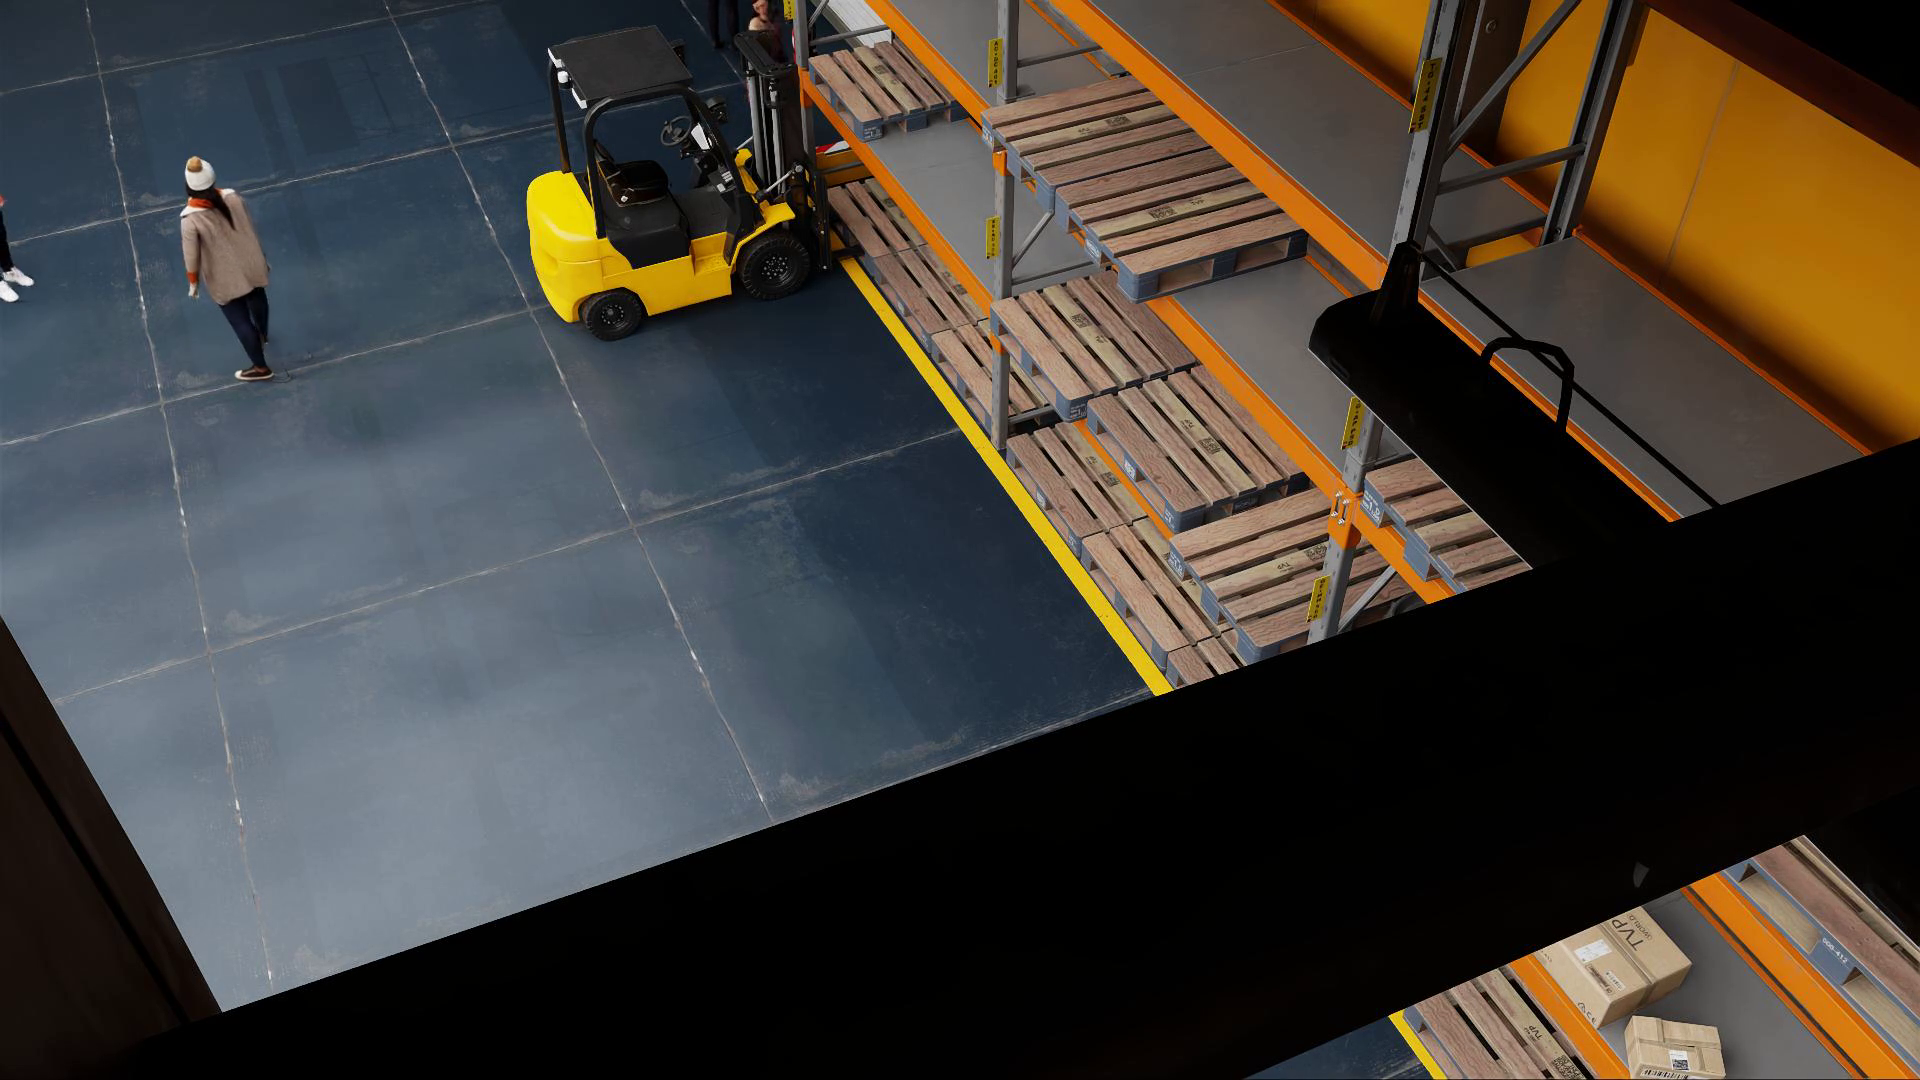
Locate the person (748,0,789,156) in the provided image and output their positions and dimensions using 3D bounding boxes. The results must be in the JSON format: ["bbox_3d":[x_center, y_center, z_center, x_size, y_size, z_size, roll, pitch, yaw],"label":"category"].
[{"bbox_3d":[-1.750,-4.357,15.486,0.861,1.758,0.826,9,44,9],"label":"person"}]

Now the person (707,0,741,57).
[{"bbox_3d":[-2.459,-5.825,17.001,0.674,1.793,0.736,16,46,16],"label":"person"}]

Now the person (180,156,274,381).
[{"bbox_3d":[-5.671,-2.120,13.054,1.083,1.874,1.000,25,49,24],"label":"person"}]
